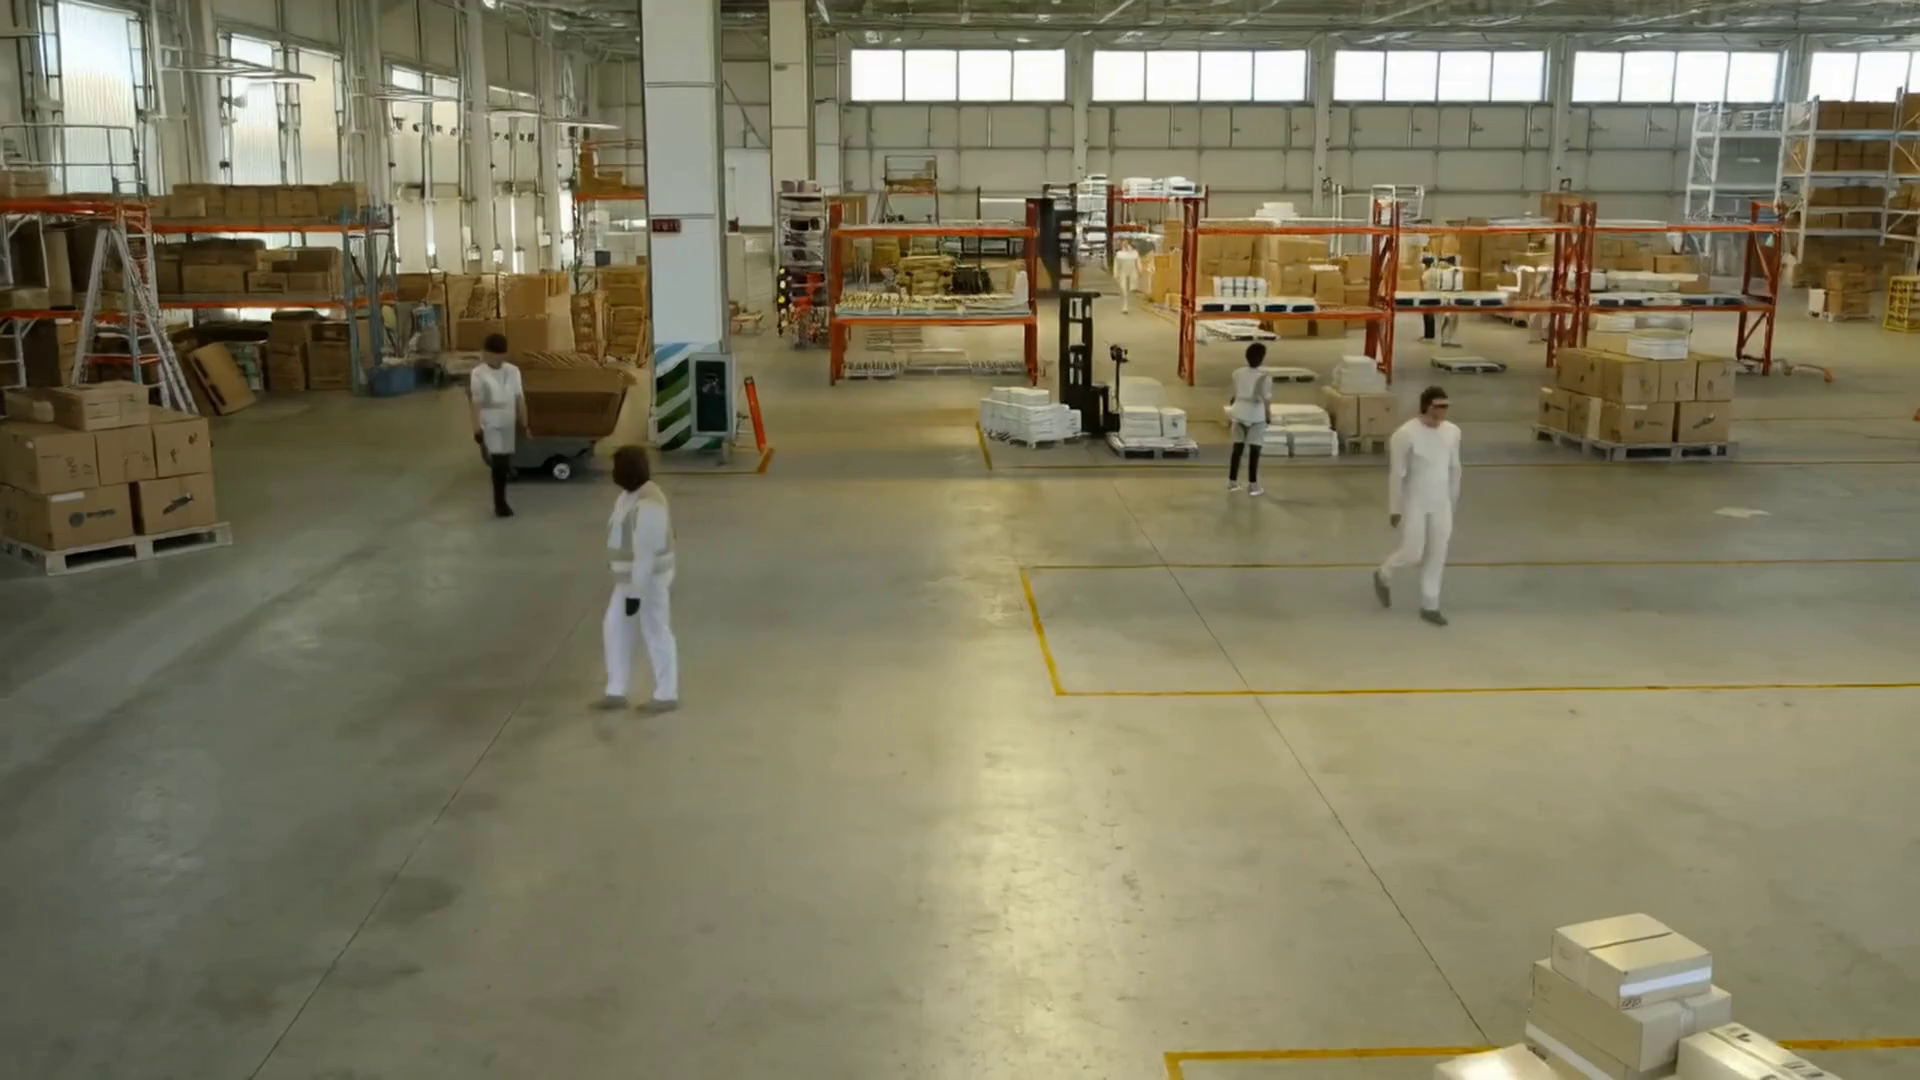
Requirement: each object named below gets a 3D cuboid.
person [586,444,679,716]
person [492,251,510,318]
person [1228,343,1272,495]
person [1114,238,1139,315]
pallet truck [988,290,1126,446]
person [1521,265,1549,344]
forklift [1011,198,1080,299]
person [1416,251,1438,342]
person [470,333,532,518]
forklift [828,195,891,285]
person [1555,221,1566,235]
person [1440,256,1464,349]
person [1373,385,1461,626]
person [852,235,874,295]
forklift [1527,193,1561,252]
[{"bbox_3d":[-2.191,0.287,10.829,0.728,1.818,0.661,-5,14,-23],"label":"person"},{"bbox_3d":[-11.302,-6.263,40.848,0.313,1.634,0.515,-11,16,-40],"label":"person"},{"bbox_3d":[3.232,-1.346,18.518,0.539,1.689,0.320,11,17,41],"label":"person"},{"bbox_3d":[4.170,-6.644,41.931,0.637,1.915,0.809,-2,13,-11],"label":"person"},{"bbox_3d":[1.257,-2.299,22.111,1.885,1.965,0.823,-9,15,-35],"label":"pallet truck"},{"bbox_3d":[12.011,-4.914,34.749,0.604,1.633,0.317,12,17,42],"label":"person"},{"bbox_3d":[2.407,-8.199,46.741,1.873,2.768,1.129,0,12,-2],"label":"forklift"},{"bbox_3d":[9.877,-5.138,35.122,0.394,1.919,0.581,8,15,31],"label":"person"},{"bbox_3d":[-4.735,-1.187,17.293,0.546,1.914,0.722,-11,17,-42],"label":"person"},{"bbox_3d":[-3.230,-9.559,52.882,1.873,2.768,1.129,-7,14,-28],"label":"forklift"},{"bbox_3d":[19.947,-9.604,55.223,0.545,1.942,0.349,-10,16,-39],"label":"person"},{"bbox_3d":[9.989,-4.808,33.702,0.355,1.883,0.575,-6,14,-25],"label":"person"},{"bbox_3d":[3.653,-0.298,13.272,0.634,1.924,0.636,-5,14,-23],"label":"person"},{"bbox_3d":[-2.801,-8.010,48.031,0.635,1.936,0.354,0,12,1],"label":"person"},{"bbox_3d":[20.419,-10.663,57.864,1.873,2.768,1.129,-2,13,-11],"label":"forklift"}]
